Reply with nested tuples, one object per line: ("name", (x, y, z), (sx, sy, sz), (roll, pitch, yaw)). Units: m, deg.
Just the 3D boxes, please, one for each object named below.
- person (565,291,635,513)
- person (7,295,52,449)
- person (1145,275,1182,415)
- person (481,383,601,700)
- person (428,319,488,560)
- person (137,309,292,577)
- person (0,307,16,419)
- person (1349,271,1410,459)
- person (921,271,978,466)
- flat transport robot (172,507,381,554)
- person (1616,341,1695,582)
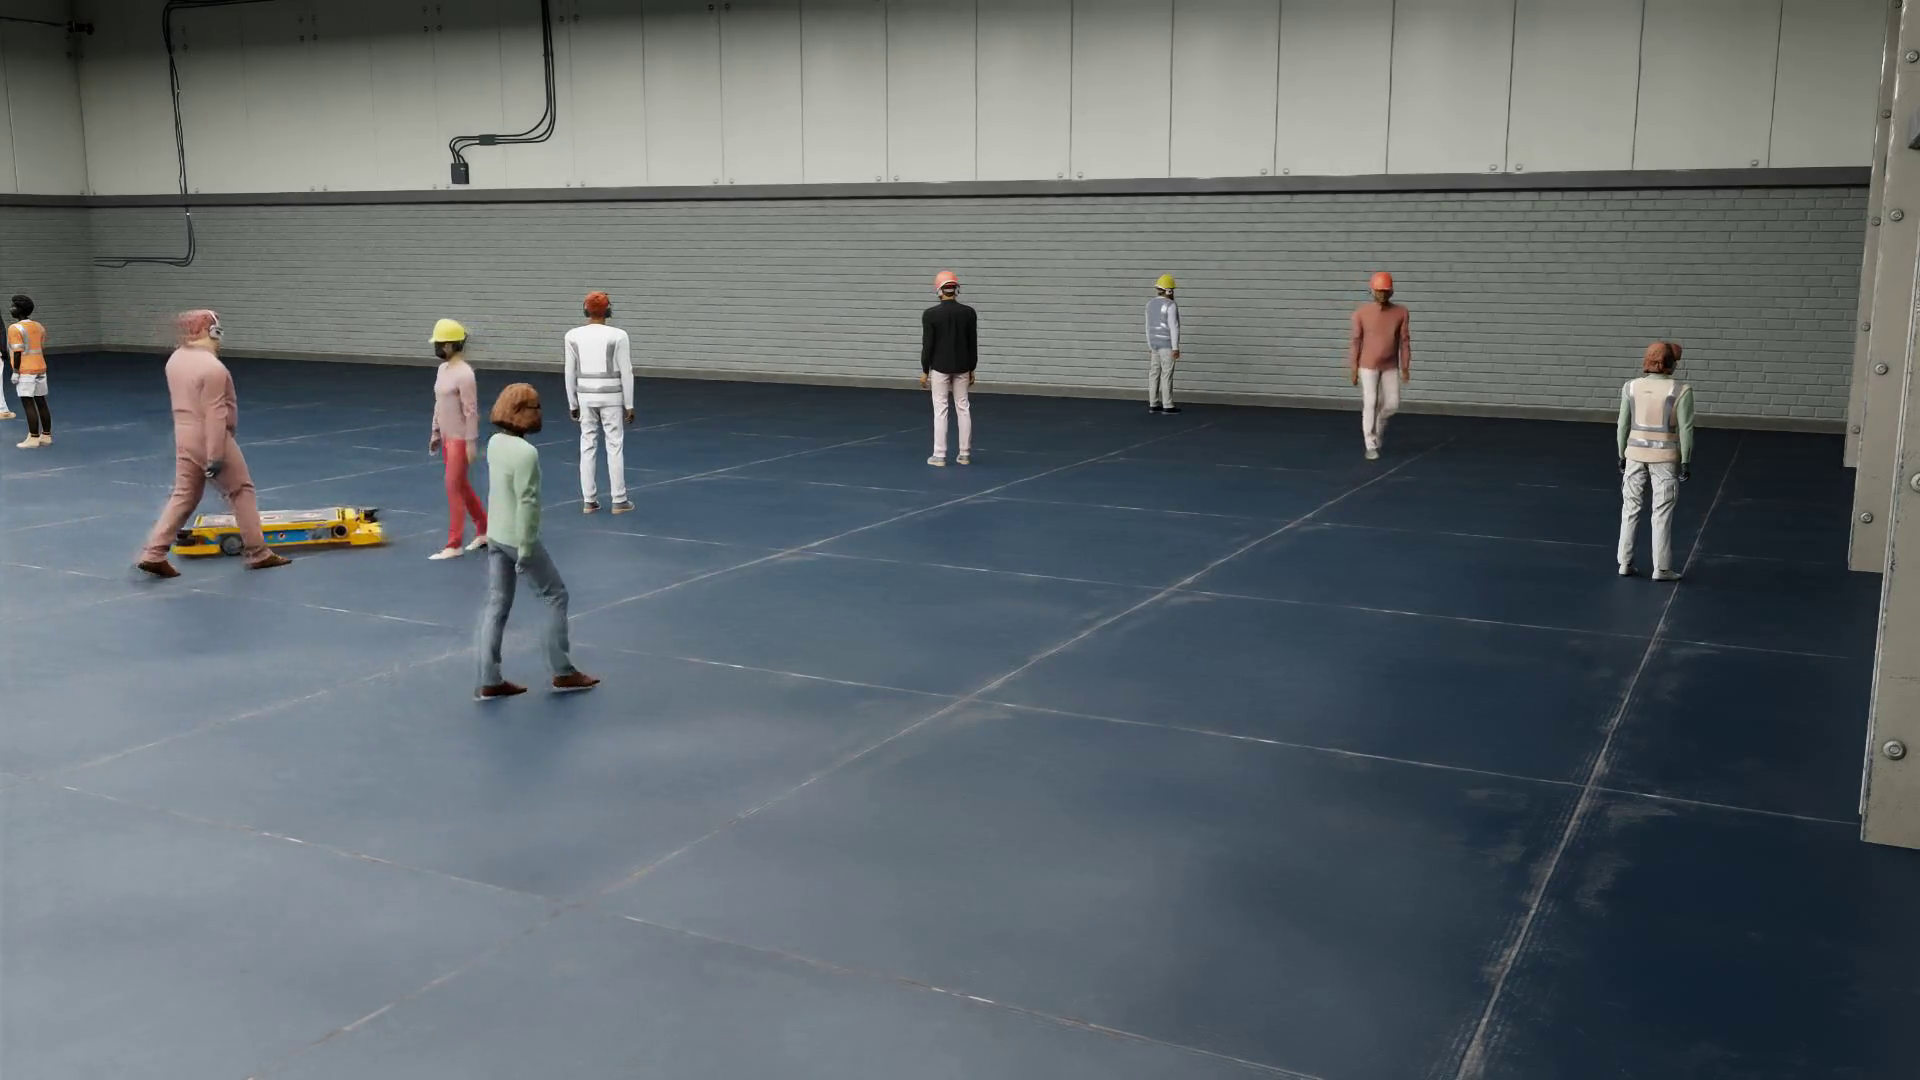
("person", (-3.040, -1.155, 14.087), (0.594, 1.880, 0.348), (1, 10, 7))
("person", (-10.327, -1.863, 18.430), (0.315, 1.700, 0.541), (0, 10, 2))
("person", (2.700, -2.573, 21.939), (0.403, 1.835, 0.588), (-7, 12, -32))
("person", (-2.179, 0.003, 8.510), (0.702, 1.607, 0.505), (-9, 14, -41))
("person", (-3.697, -0.743, 12.240), (0.519, 1.776, 0.535), (-8, 13, -36))
("person", (-5.248, -0.664, 11.508), (0.622, 1.854, 0.967), (7, 13, 34))
("person", (-12.477, -2.455, 21.277), (0.624, 1.844, 0.429), (1, 10, 3))
("person", (4.418, -1.844, 17.563), (0.642, 1.974, 0.519), (0, 10, -2))
("person", (-0.115, -1.748, 17.028), (0.609, 1.986, 0.390), (-4, 11, -22))
("flat transport robot", (-5.165, -0.080, 12.612), (1.431, 0.197, 0.652), (-4, 11, -21))
("person", (4.740, -0.536, 11.369), (0.310, 1.636, 0.523), (-9, 14, -41))
